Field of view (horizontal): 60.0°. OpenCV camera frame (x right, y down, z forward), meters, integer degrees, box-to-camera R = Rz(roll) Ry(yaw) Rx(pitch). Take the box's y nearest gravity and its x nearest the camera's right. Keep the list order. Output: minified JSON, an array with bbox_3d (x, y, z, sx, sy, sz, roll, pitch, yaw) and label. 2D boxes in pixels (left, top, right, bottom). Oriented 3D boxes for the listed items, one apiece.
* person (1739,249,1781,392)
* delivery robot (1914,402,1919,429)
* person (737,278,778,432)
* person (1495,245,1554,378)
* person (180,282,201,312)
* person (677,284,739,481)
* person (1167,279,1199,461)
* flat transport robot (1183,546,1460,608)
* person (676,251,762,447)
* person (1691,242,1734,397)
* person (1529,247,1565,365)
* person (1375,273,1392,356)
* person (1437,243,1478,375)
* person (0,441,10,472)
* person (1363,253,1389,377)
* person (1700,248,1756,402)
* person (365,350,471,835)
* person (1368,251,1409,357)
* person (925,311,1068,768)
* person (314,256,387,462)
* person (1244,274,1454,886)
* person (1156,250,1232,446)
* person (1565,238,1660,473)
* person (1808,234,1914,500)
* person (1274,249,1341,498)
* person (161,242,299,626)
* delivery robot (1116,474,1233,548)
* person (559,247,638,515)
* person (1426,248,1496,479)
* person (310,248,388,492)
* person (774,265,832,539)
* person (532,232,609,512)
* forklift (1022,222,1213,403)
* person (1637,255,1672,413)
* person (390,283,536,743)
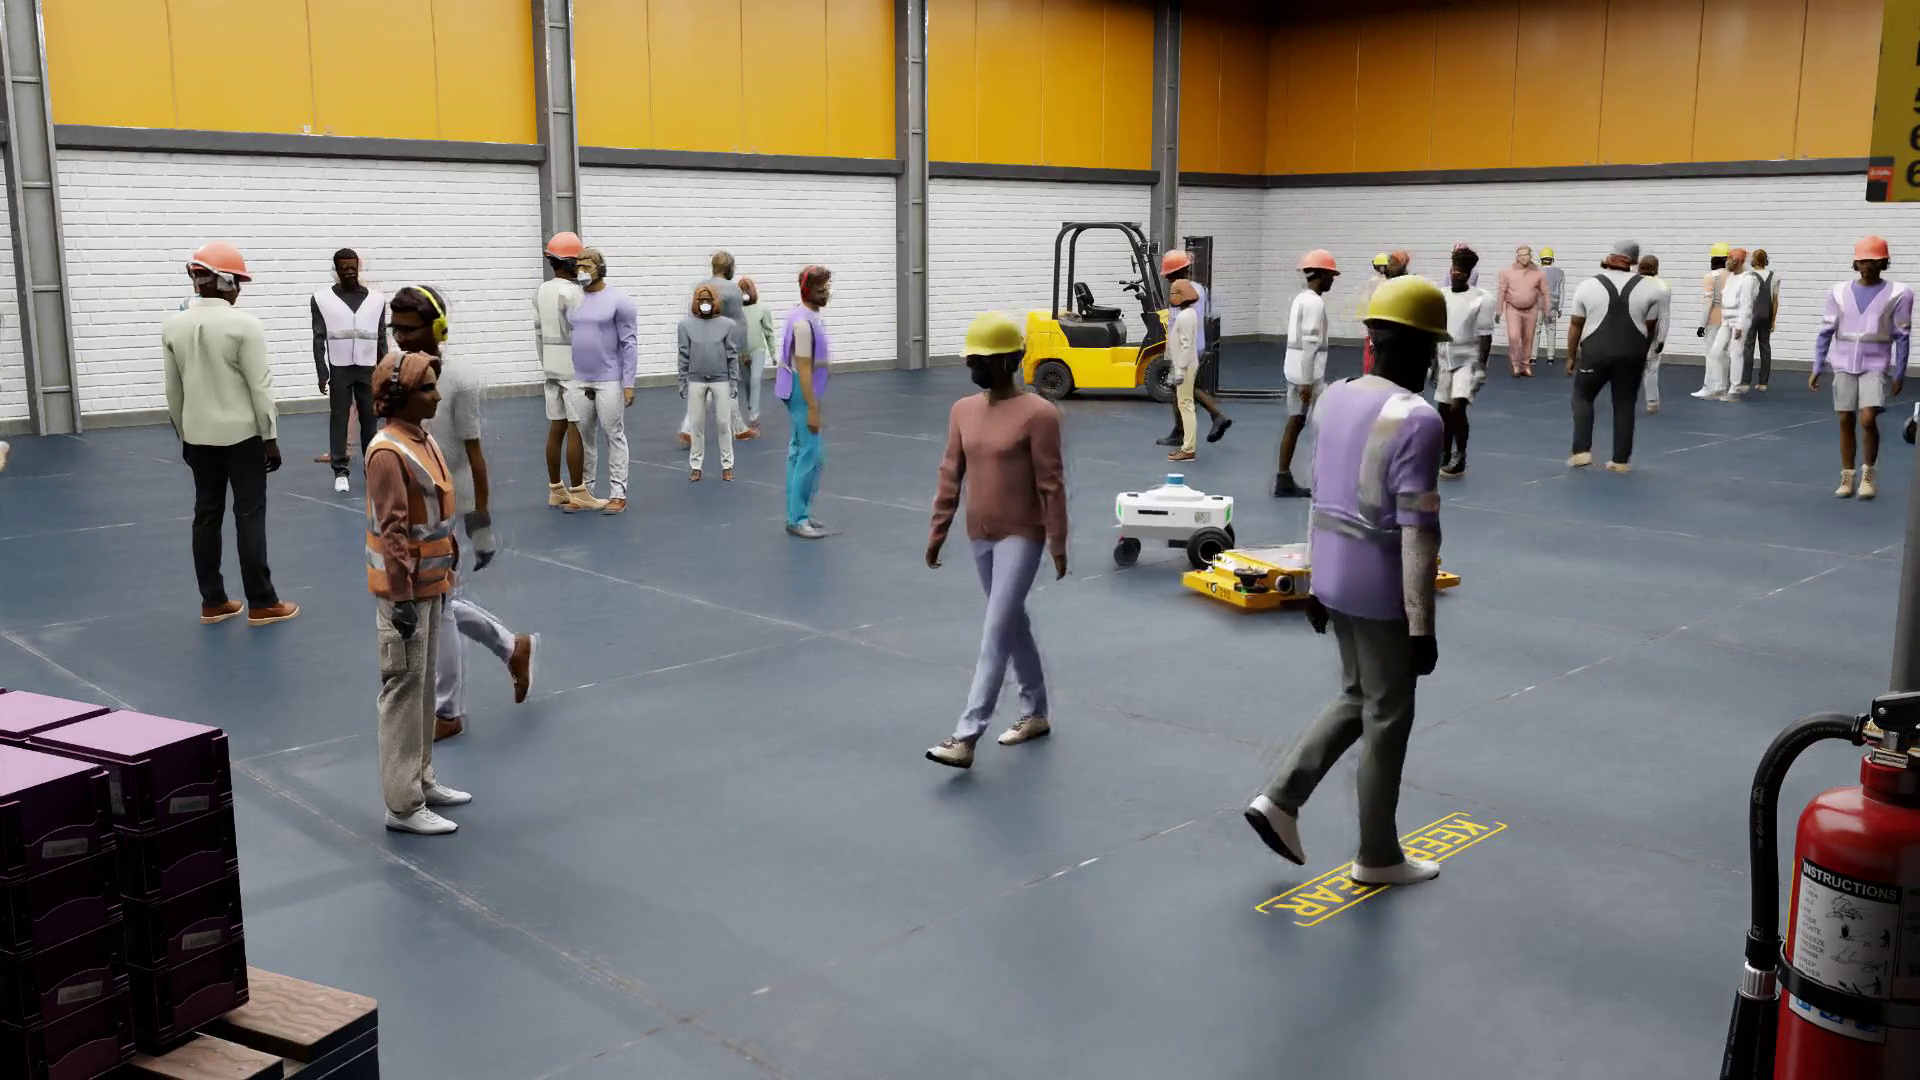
[{"bbox_3d":[10.341,-2.841,21.591,0.506,1.839,0.343,0,10,-2],"label":"person"},{"bbox_3d":[9.581,-1.231,16.041,0.707,0.478,0.477,-3,11,-20],"label":"delivery robot"},{"bbox_3d":[-2.183,-1.955,17.445,0.539,1.590,0.854,1,10,7],"label":"person"},{"bbox_3d":[8.040,-3.238,23.648,0.798,1.867,0.754,2,11,13],"label":"person"},{"bbox_3d":[-7.831,-1.966,17.356,0.524,1.639,0.308,-3,11,-16],"label":"person"},{"bbox_3d":[-2.070,-1.290,13.712,0.502,1.627,0.276,0,10,-3],"label":"person"},{"bbox_3d":[2.007,-1.526,14.979,0.275,1.632,0.507,2,11,12],"label":"person"},{"bbox_3d":[2.055,0.172,9.436,1.431,0.197,0.652,-4,11,-23],"label":"flat transport robot"},{"bbox_3d":[-2.345,-1.820,15.940,1.032,1.890,0.624,-9,13,-39],"label":"person"},{"bbox_3d":[9.469,-2.746,20.821,0.588,1.930,0.364,-6,12,-29],"label":"person"},{"bbox_3d":[9.137,-3.652,26.025,0.590,1.833,0.404,1,10,4],"label":"person"},{"bbox_3d":[6.126,-3.167,23.801,0.545,1.674,0.692,4,11,22],"label":"person"},{"bbox_3d":[7.124,-3.288,23.840,0.651,1.907,0.409,-10,14,-43],"label":"person"},{"bbox_3d":[-8.091,-1.350,13.547,0.638,1.819,0.800,2,11,11],"label":"person"},{"bbox_3d":[5.913,-3.156,23.510,0.329,1.764,0.528,6,12,28],"label":"person"},{"bbox_3d":[9.353,-2.603,20.213,0.558,1.869,0.648,-2,11,-12],"label":"person"},{"bbox_3d":[-1.866,0.175,5.685,0.309,1.639,0.522,-1,10,-6],"label":"person"},{"bbox_3d":[4.444,-2.056,17.269,0.908,1.843,0.611,-3,11,-18],"label":"person"},{"bbox_3d":[0.085,0.002,6.365,0.866,1.723,0.555,-10,14,-44],"label":"person"},{"bbox_3d":[-5.387,-1.655,15.056,0.927,1.873,0.642,-5,12,-26],"label":"person"},{"bbox_3d":[1.218,0.154,5.066,0.563,1.906,0.607,-3,11,-18],"label":"person"},{"bbox_3d":[2.201,-1.803,15.805,0.654,1.892,0.589,7,12,33],"label":"person"},{"bbox_3d":[5.576,-1.596,14.247,0.727,2.000,0.547,2,11,13],"label":"person"},{"bbox_3d":[6.864,-1.310,12.717,0.617,2.026,0.532,10,14,44],"label":"person"},{"bbox_3d":[2.765,-1.268,12.804,0.722,1.909,0.565,0,10,-1],"label":"person"},{"bbox_3d":[-3.799,-0.541,8.646,0.610,1.985,0.392,3,11,14],"label":"person"},{"bbox_3d":[1.313,-0.162,10.206,0.707,0.478,0.477,2,10,9],"label":"delivery robot"},{"bbox_3d":[-2.635,-1.148,12.082,0.628,1.940,0.378,3,11,17],"label":"person"},{"bbox_3d":[4.116,-1.451,13.808,0.584,1.927,0.615,-8,13,-37],"label":"person"},{"bbox_3d":[-4.847,-1.357,13.276,0.591,1.919,0.392,-8,13,-37],"label":"person"},{"bbox_3d":[-1.052,-0.925,11.215,0.402,1.817,0.635,-1,10,-5],"label":"person"},{"bbox_3d":[-2.867,-1.227,12.226,0.605,2.045,0.378,10,14,43],"label":"person"},{"bbox_3d":[1.935,-2.847,20.651,2.313,2.155,1.214,2,11,13],"label":"forklift"},{"bbox_3d":[7.679,-2.299,18.762,0.634,1.814,0.824,6,12,30],"label":"person"},{"bbox_3d":[-2.029,-0.116,6.750,0.592,1.842,0.692,8,13,36],"label":"person"}]
